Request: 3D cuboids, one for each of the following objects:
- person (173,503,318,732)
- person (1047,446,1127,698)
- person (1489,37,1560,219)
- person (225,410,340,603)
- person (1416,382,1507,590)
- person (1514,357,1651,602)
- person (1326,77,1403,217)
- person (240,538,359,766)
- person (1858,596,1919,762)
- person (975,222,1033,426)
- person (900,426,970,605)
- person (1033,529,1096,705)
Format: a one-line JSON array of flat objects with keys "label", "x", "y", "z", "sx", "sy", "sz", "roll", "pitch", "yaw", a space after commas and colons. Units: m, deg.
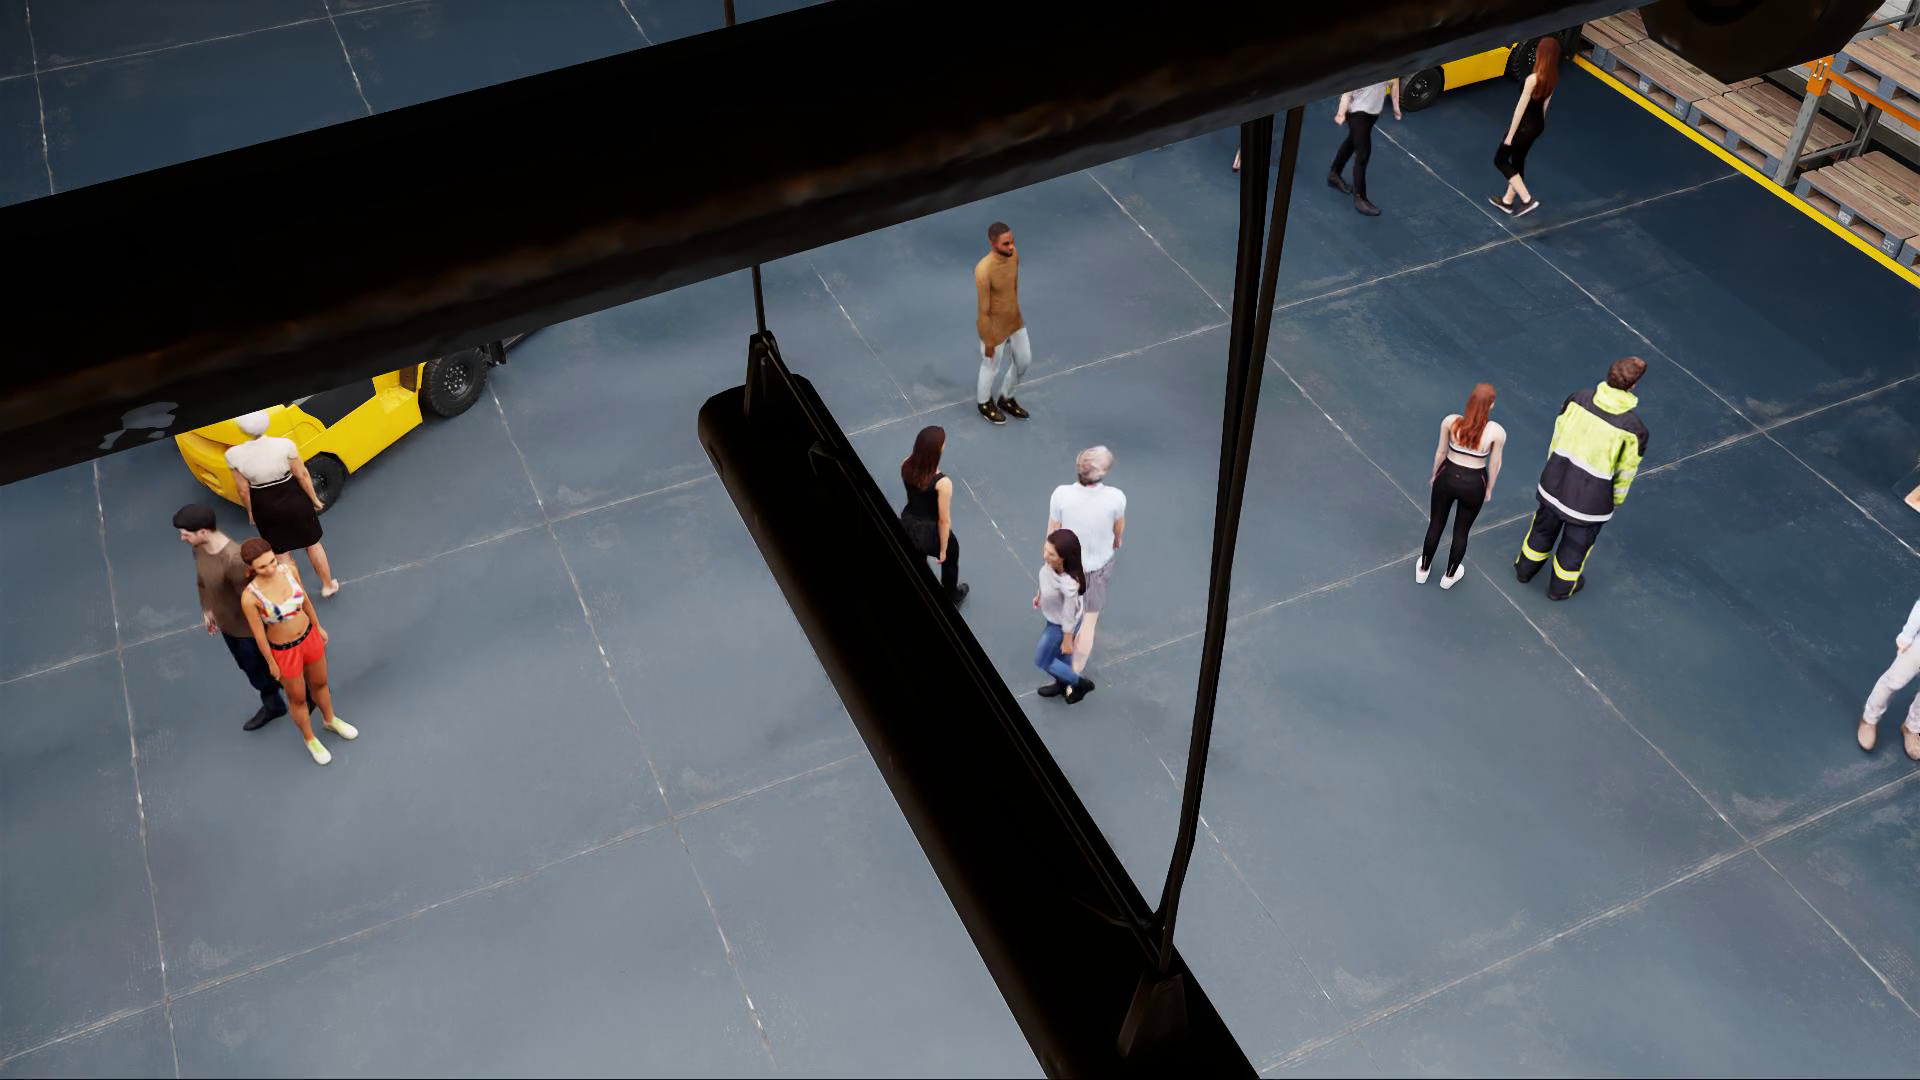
[{"label": "person", "x": -4.413, "y": 0.444, "z": 10.385, "sx": 0.832, "sy": 1.872, "sz": 0.874, "roll": 29, "pitch": 51, "yaw": 27}, {"label": "person", "x": 0.791, "y": 0.227, "z": 10.681, "sx": 1.122, "sy": 1.778, "sz": 1.277, "roll": 7, "pitch": 44, "yaw": 8}, {"label": "person", "x": 5.078, "y": -3.607, "z": 14.751, "sx": 0.682, "sy": 1.714, "sz": 0.842, "roll": -27, "pitch": 50, "yaw": -26}, {"label": "person", "x": -4.554, "y": -0.217, "z": 11.163, "sx": 0.652, "sy": 1.756, "sz": 0.547, "roll": -14, "pitch": 45, "yaw": -14}, {"label": "person", "x": 3.404, "y": -0.364, "z": 11.329, "sx": 0.655, "sy": 1.740, "sz": 0.732, "roll": 18, "pitch": 47, "yaw": 18}, {"label": "person", "x": 4.198, "y": -0.420, "z": 11.212, "sx": 0.734, "sy": 1.981, "sz": 0.910, "roll": 34, "pitch": 53, "yaw": 30}, {"label": "person", "x": 3.577, "y": -3.919, "z": 14.989, "sx": 0.837, "sy": 1.838, "sz": 1.083, "roll": -31, "pitch": 52, "yaw": -28}, {"label": "person", "x": -4.101, "y": 0.649, "z": 10.230, "sx": 0.695, "sy": 1.789, "sz": 0.671, "roll": 24, "pitch": 48, "yaw": 23}, {"label": "person", "x": 6.035, "y": 0.592, "z": 10.219, "sx": 0.747, "sy": 1.887, "sz": 0.785, "roll": 10, "pitch": 44, "yaw": 10}, {"label": "person", "x": 0.228, "y": -1.666, "z": 12.649, "sx": 0.800, "sy": 1.804, "sz": 0.776, "roll": 29, "pitch": 51, "yaw": 27}, {"label": "person", "x": -0.279, "y": 0.020, "z": 10.984, "sx": 0.915, "sy": 1.660, "sz": 0.904, "roll": 25, "pitch": 49, "yaw": 24}, {"label": "person", "x": 0.723, "y": 0.502, "z": 10.512, "sx": 0.827, "sy": 1.613, "sz": 0.723, "roll": 0, "pitch": 44, "yaw": 0}]
